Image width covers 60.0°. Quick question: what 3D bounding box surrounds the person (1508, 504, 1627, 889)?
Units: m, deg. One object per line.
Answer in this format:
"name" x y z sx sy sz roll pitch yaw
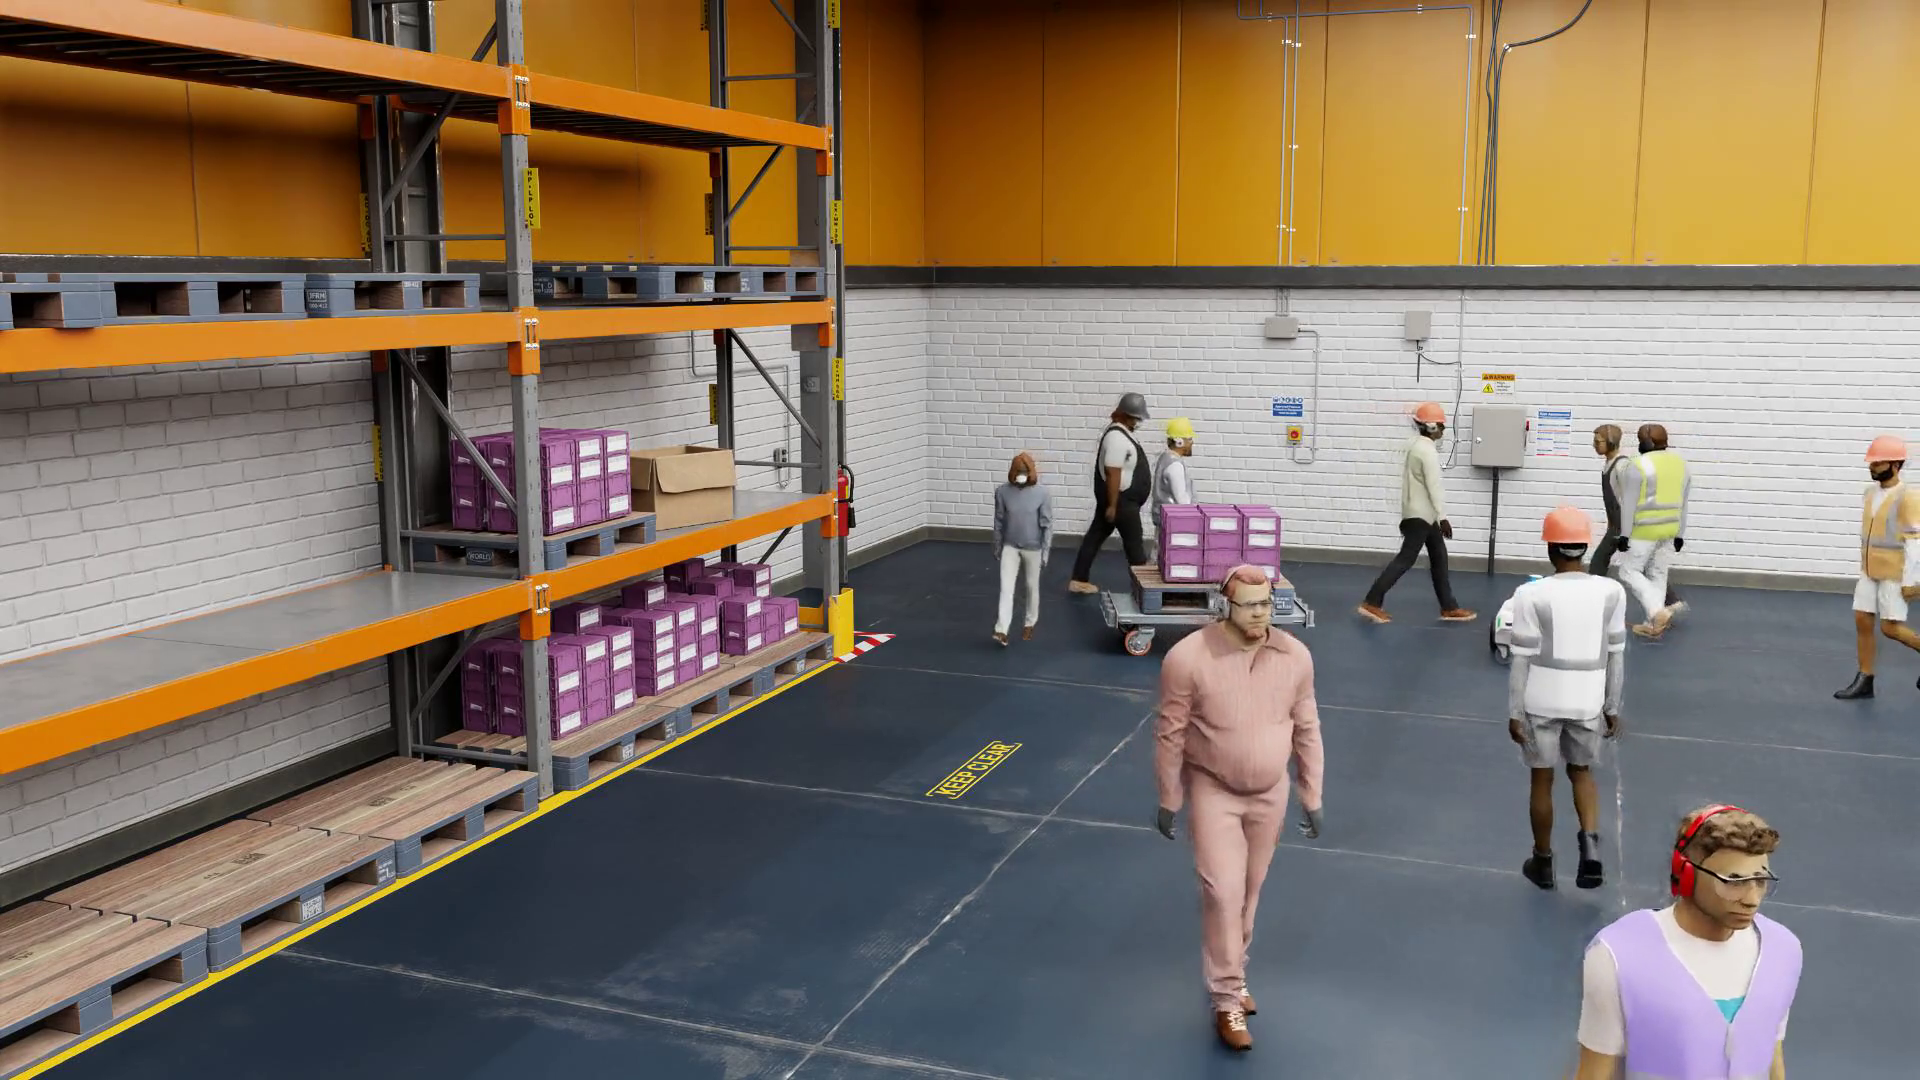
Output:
"person" 2.943 0.791 8.097 0.560 1.927 0.521 0 9 1

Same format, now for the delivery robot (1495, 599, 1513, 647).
"delivery robot" 4.425 0.633 13.096 0.477 0.478 0.707 4 10 23

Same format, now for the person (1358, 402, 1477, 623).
"person" 3.984 -0.228 14.487 1.029 1.950 0.617 1 9 8

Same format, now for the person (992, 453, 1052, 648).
"person" 0.494 0.089 13.559 0.511 1.577 0.868 2 9 13

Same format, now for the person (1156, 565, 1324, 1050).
"person" 1.167 1.048 6.608 0.673 1.881 0.785 -3 9 -16

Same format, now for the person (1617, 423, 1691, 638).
"person" 5.764 -0.051 13.760 0.661 1.824 0.548 -3 10 -20

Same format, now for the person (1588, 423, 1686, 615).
"person" 5.829 -0.137 14.465 1.012 1.784 0.534 2 9 13

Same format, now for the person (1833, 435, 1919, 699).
"person" 6.668 0.210 11.811 0.694 1.922 0.555 -1 9 -8

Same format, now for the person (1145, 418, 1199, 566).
"person" 1.953 -0.171 14.589 0.933 1.781 0.600 1 9 5

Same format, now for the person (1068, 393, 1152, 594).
"person" 1.484 -0.451 15.547 1.009 2.000 0.678 0 9 2

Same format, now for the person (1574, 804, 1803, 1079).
"person" 1.698 1.498 3.970 0.589 1.829 0.456 -2 9 -15

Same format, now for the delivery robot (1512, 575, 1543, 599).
"delivery robot" 4.749 0.532 13.734 0.477 0.478 0.707 4 10 23
